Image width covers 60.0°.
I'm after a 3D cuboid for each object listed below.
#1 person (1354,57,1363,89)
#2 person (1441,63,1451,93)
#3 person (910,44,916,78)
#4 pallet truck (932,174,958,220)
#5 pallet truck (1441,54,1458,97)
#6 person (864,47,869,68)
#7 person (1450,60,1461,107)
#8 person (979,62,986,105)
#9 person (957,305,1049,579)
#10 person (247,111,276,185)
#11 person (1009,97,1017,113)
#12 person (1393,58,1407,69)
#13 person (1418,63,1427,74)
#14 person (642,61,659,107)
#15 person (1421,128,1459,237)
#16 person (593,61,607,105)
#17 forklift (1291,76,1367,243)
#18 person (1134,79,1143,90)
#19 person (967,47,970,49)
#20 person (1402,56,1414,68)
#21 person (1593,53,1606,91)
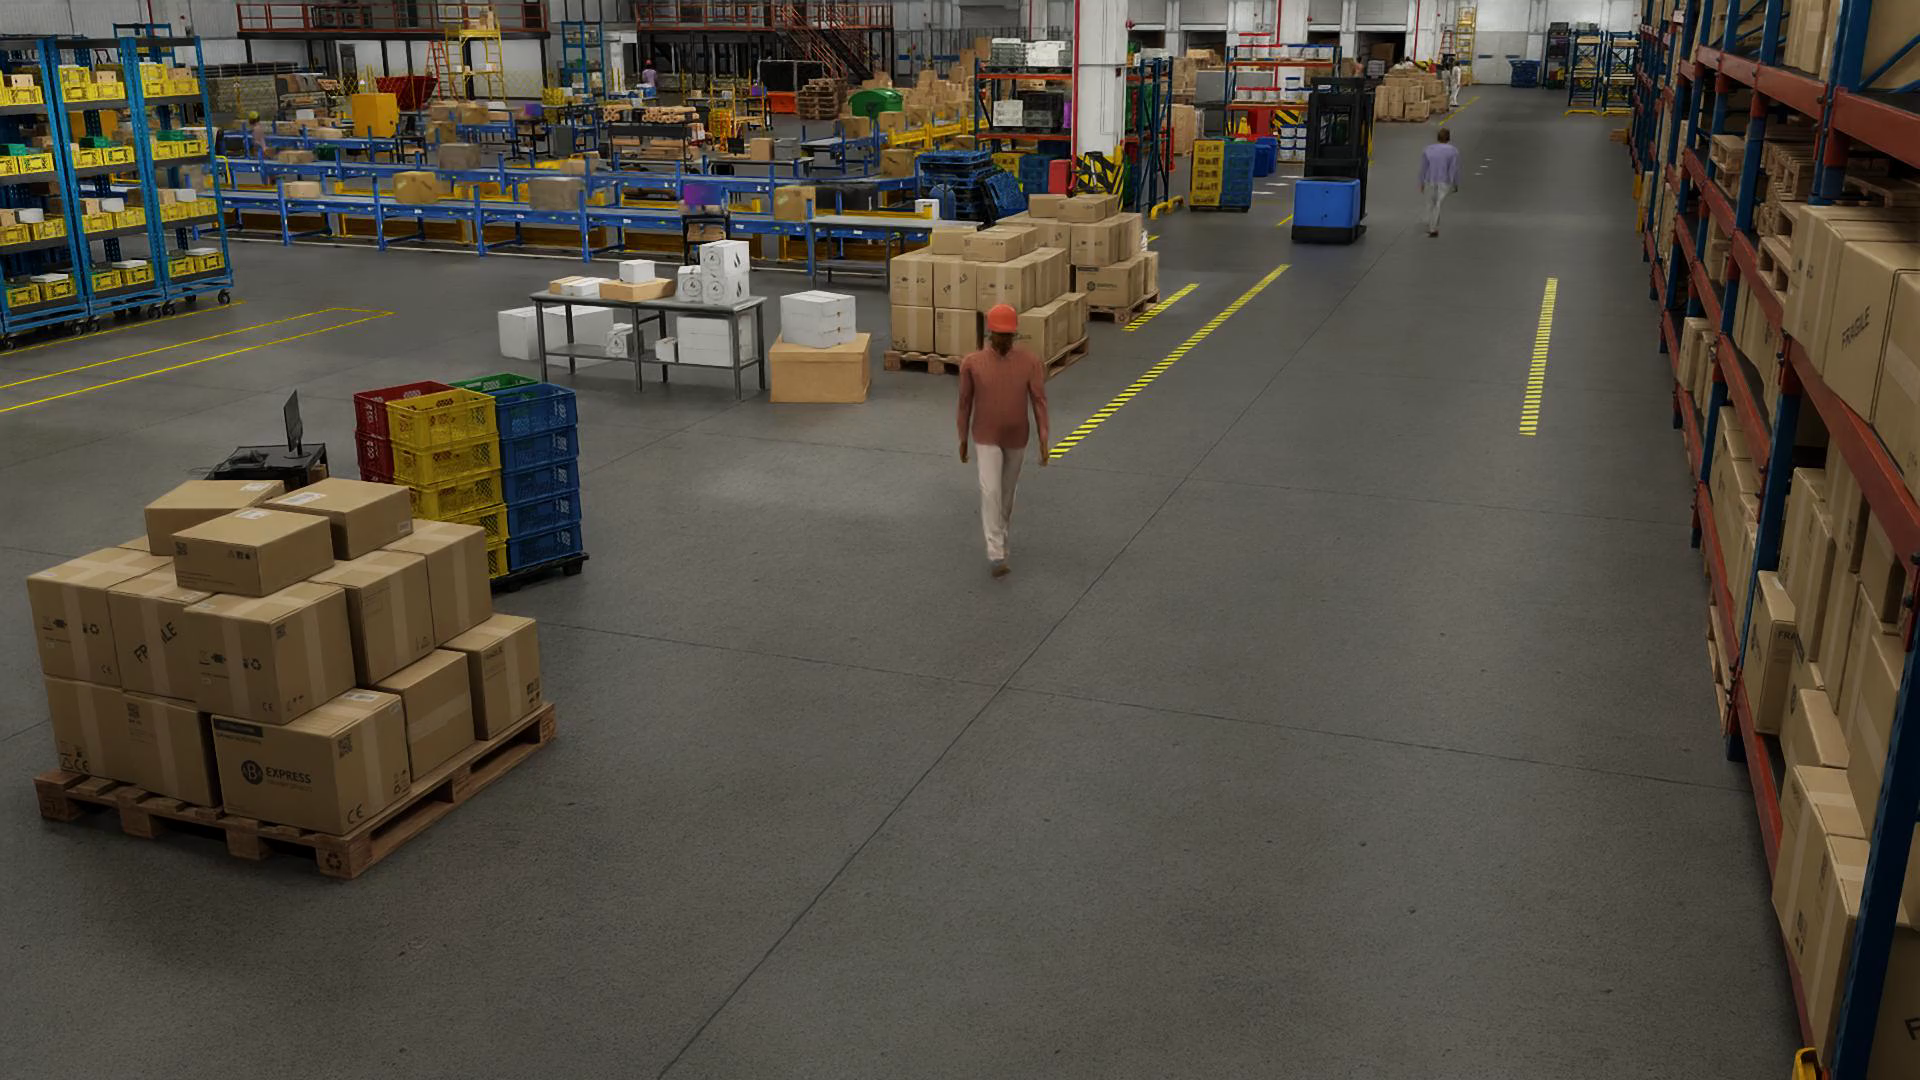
[{"bbox_3d":[20.324,-23.801,84.863,0.570,1.686,0.355,-12,21,-32],"label":"person"},{"bbox_3d":[20.106,-18.789,68.840,0.310,1.864,0.534,-11,21,-31],"label":"person"},{"bbox_3d":[-2.855,-29.049,100.872,0.392,1.990,0.614,-1,18,-4],"label":"person"},{"bbox_3d":[-0.507,-5.292,27.348,0.653,1.274,1.630,6,19,19],"label":"pallet truck"},{"bbox_3d":[22.765,-21.886,78.355,0.823,1.965,1.885,-4,18,-14],"label":"pallet truck"},{"bbox_3d":[-5.698,-28.749,100.175,0.429,1.843,0.633,7,19,21],"label":"person"},{"bbox_3d":[20.948,-19.275,70.244,0.364,1.937,0.632,-2,18,-5],"label":"person"},{"bbox_3d":[0.843,-17.939,65.957,0.376,1.995,0.609,-2,18,-7],"label":"person"},{"bbox_3d":[0.319,-0.727,11.973,0.638,1.933,1.064,-3,18,-10],"label":"person"},{"bbox_3d":[-15.902,-8.845,37.792,0.417,1.744,0.530,-4,18,-11],"label":"person"},{"bbox_3d":[1.305,-10.711,43.580,0.581,1.797,0.867,6,19,18],"label":"person"},{"bbox_3d":[19.908,-20.855,75.299,0.644,1.874,1.066,-1,18,-3],"label":"person"},{"bbox_3d":[20.443,-20.261,73.705,0.493,1.726,0.718,-10,20,-28],"label":"person"},{"bbox_3d":[-12.433,-18.224,66.896,0.811,1.986,0.584,-11,21,-31],"label":"person"},{"bbox_3d":[8.652,-6.421,29.889,0.646,1.913,0.674,13,22,35],"label":"person"},{"bbox_3d":[-15.575,-19.773,71.964,0.931,1.838,0.597,10,20,28],"label":"person"},{"bbox_3d":[6.598,-6.755,29.381,1.129,2.768,1.873,6,19,19],"label":"forklift"},{"bbox_3d":[7.203,-18.047,66.775,0.939,1.696,0.537,13,22,36],"label":"person"},{"bbox_3d":[0.500,-27.598,96.425,0.382,1.921,0.591,16,23,40],"label":"person"},{"bbox_3d":[21.361,-22.202,79.602,0.636,1.842,0.429,-3,18,-10],"label":"person"},{"bbox_3d":[32.287,-23.641,84.071,1.041,1.861,0.572,-16,24,-41],"label":"person"}]
